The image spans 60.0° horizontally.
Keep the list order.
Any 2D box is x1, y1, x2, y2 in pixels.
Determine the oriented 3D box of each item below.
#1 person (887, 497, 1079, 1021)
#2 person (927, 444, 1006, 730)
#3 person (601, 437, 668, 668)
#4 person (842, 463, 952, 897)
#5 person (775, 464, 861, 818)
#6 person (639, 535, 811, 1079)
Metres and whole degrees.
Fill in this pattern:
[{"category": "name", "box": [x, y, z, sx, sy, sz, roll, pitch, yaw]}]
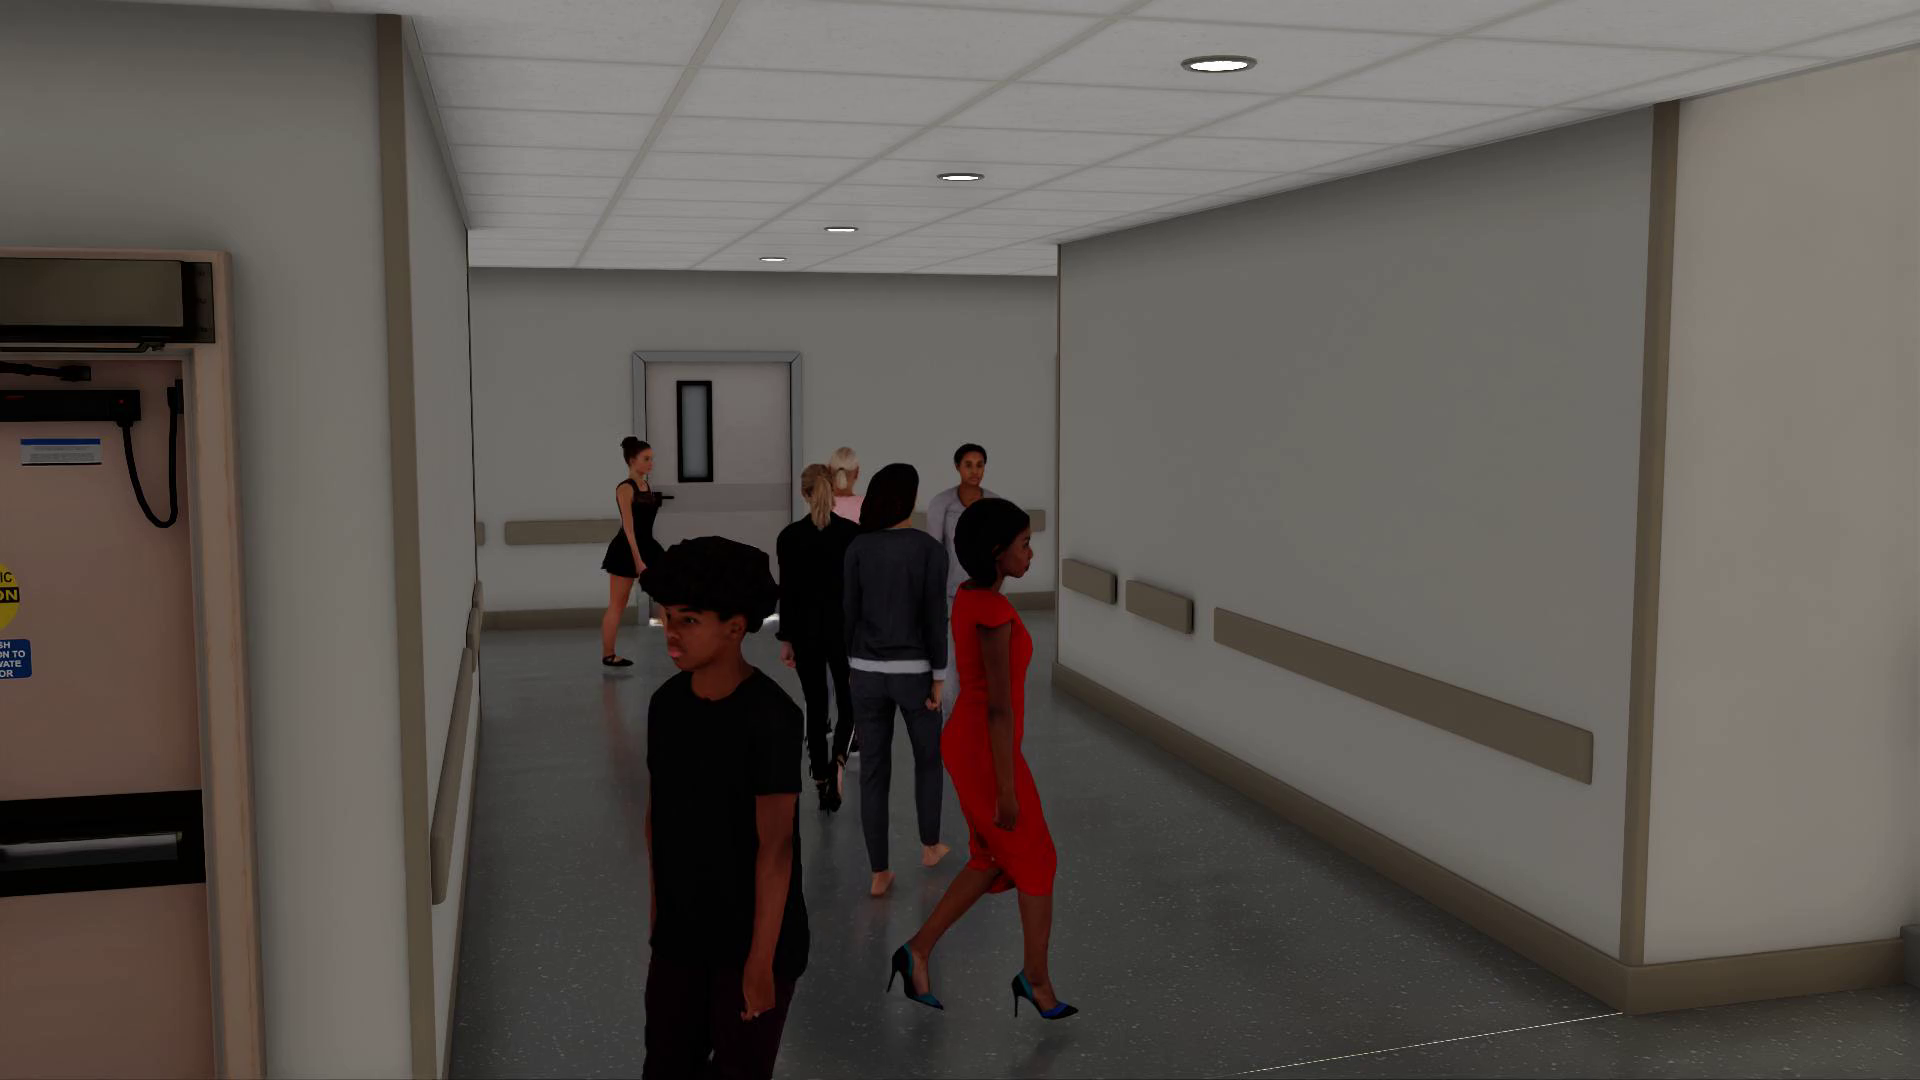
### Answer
[{"category": "person", "box": [0.039, 0.751, 5.277, 0.863, 1.704, 0.639, -1, 6, -12]}, {"category": "person", "box": [0.013, 0.302, 9.663, 0.640, 1.720, 0.746, -1, 6, -7]}, {"category": "person", "box": [-2.395, 0.118, 11.857, 1.111, 1.647, 0.952, 2, 6, 18]}, {"category": "person", "box": [-0.282, 0.576, 6.791, 0.859, 1.750, 0.839, 1, 6, 5]}, {"category": "person", "box": [-0.630, 0.501, 7.831, 0.910, 1.691, 0.834, 0, 6, 4]}, {"category": "person", "box": [-0.488, 0.867, 3.836, 0.890, 1.762, 0.963, 4, 7, 35]}]
